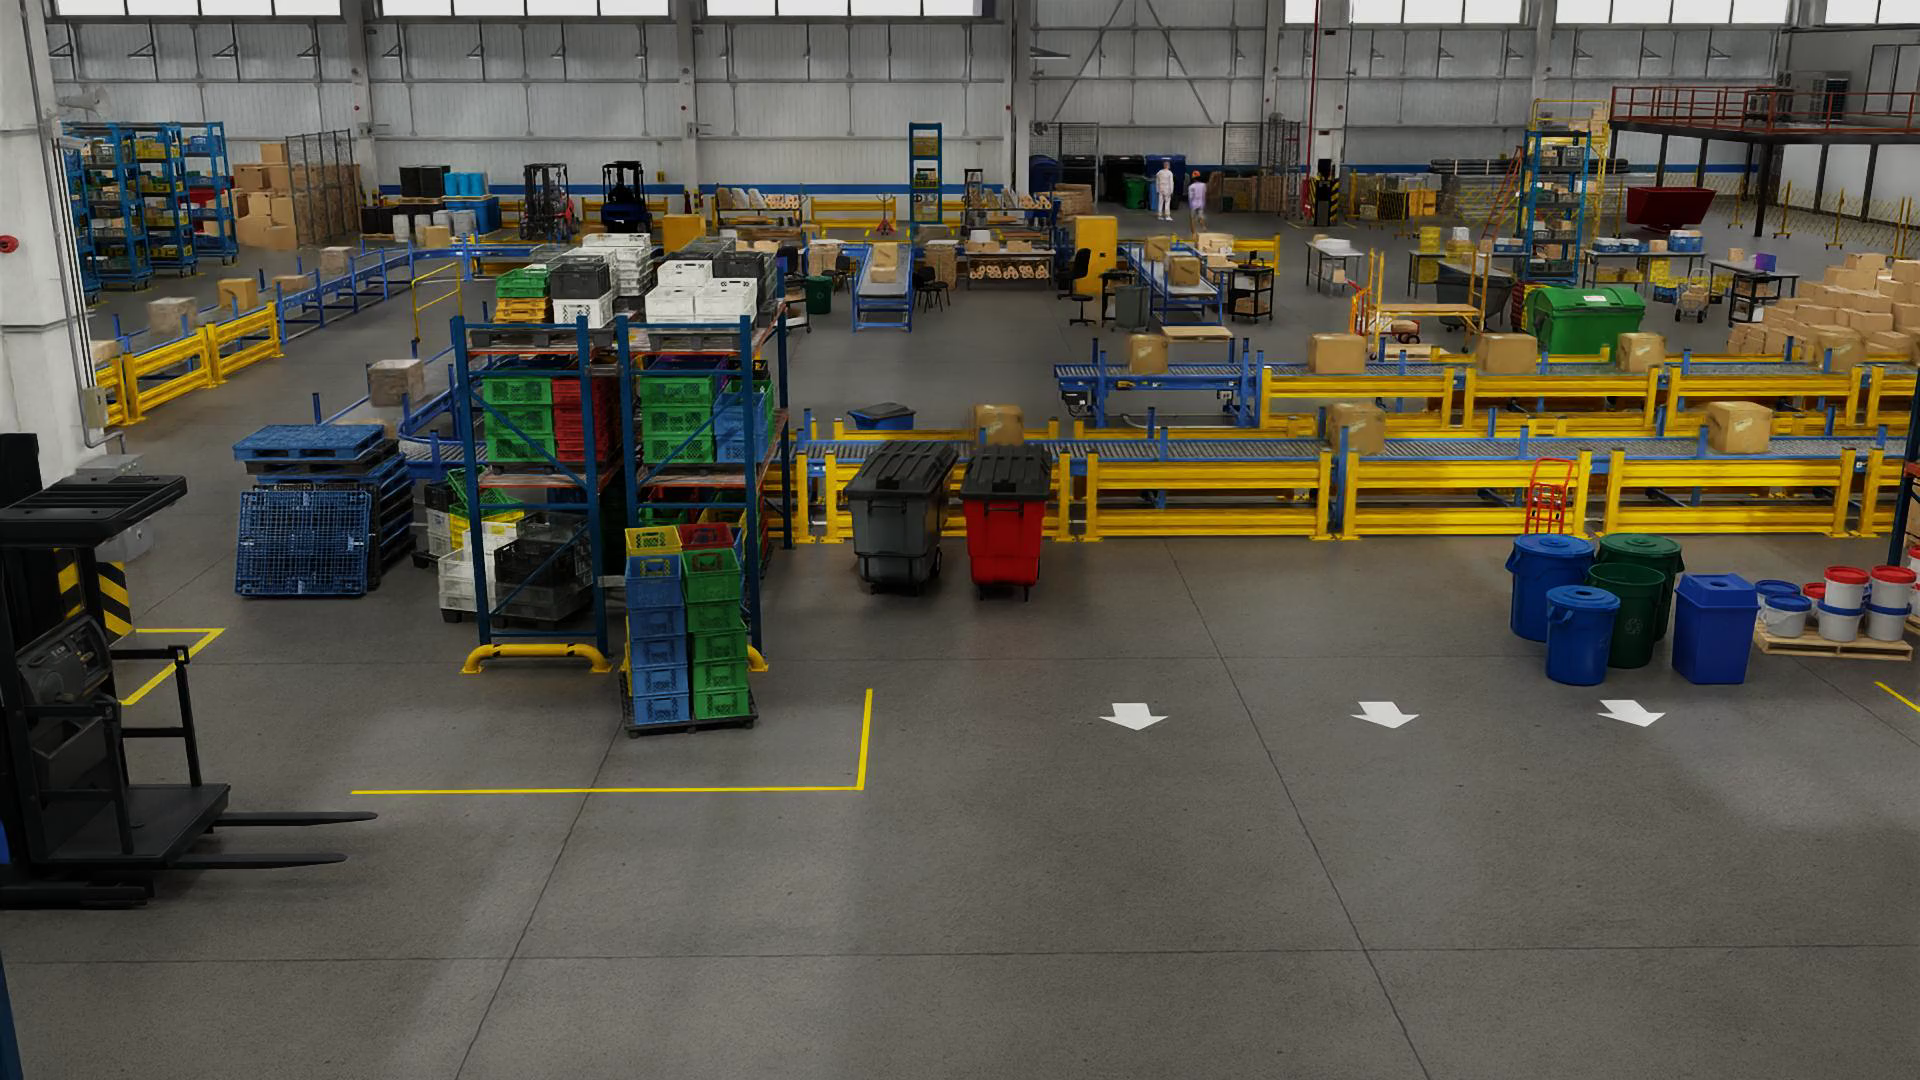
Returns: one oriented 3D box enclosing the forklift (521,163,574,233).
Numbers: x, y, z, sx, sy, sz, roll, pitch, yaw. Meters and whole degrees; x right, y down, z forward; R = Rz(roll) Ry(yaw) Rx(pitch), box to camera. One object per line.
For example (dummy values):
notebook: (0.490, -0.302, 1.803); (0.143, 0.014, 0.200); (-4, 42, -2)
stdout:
forklift: (-12.233, -10.122, 49.298); (1.157, 1.987, 2.680); (0, 16, -1)

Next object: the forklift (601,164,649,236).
forklift: (-9.948, -10.127, 49.296); (1.157, 1.987, 2.680); (-1, 16, -3)

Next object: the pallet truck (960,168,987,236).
pallet truck: (0.383, -10.230, 50.206); (0.823, 1.965, 1.885); (-1, 16, -3)

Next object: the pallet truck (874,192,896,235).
pallet truck: (-2.277, -9.986, 50.594); (0.653, 1.274, 1.630); (0, 16, -1)

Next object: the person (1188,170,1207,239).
person: (6.941, -9.750, 48.493); (0.621, 2.024, 0.644); (-6, 17, -20)

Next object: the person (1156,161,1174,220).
person: (6.768, -11.491, 54.759); (0.643, 1.905, 0.399); (14, 21, 40)

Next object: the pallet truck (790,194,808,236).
pallet truck: (-4.814, -9.883, 50.259); (0.704, 1.261, 1.522); (-1, 16, -3)

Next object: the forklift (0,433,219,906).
forklift: (-5.952, 0.780, 10.366); (1.873, 2.768, 1.129); (0, 16, -1)

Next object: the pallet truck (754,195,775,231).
pallet truck: (-6.051, -9.967, 50.660); (0.680, 1.201, 1.601); (0, 16, -1)

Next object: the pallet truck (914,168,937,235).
pallet truck: (-0.989, -10.316, 50.507); (0.823, 1.965, 1.885); (1, 16, 3)
